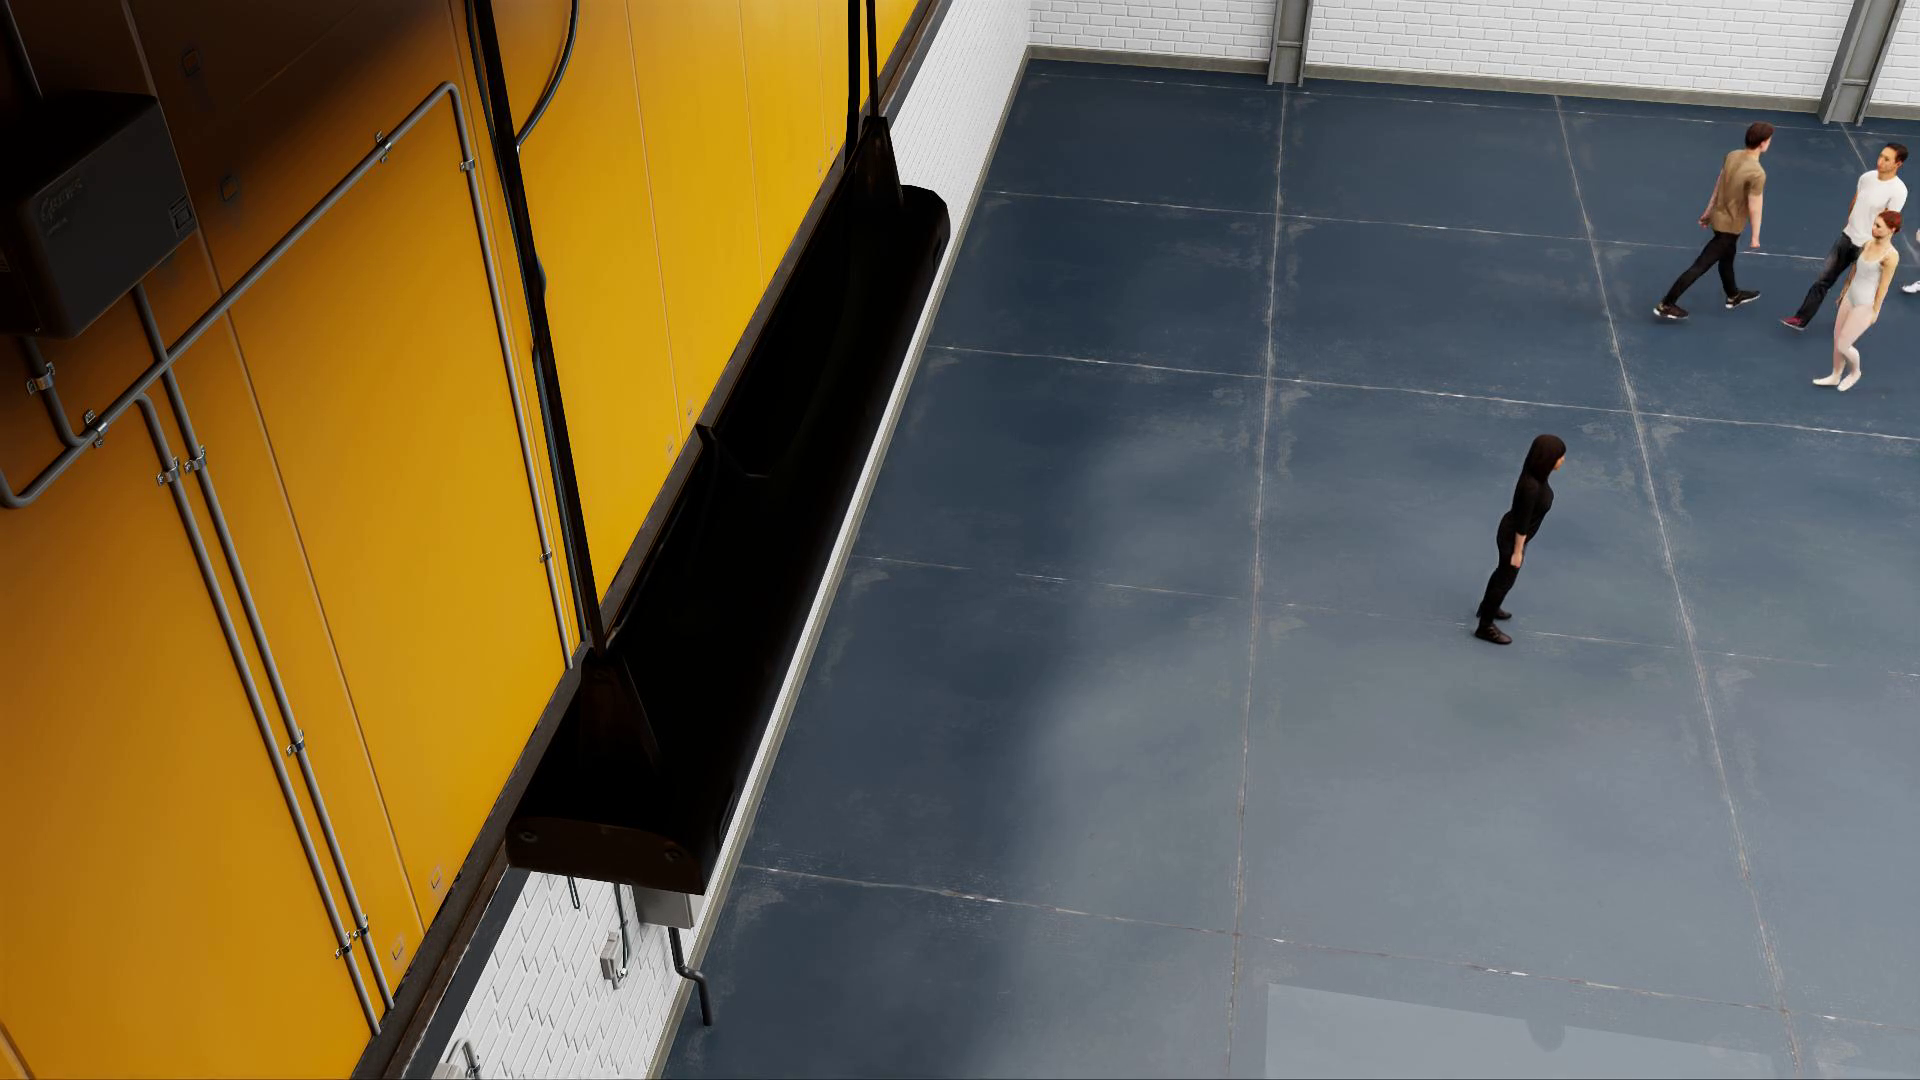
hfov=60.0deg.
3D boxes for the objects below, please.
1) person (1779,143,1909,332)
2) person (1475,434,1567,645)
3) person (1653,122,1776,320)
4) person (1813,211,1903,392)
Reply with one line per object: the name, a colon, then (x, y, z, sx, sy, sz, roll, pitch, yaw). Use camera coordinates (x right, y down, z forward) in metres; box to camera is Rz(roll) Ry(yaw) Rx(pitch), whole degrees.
person: (7.796, -2.549, 14.210, 1.150, 1.770, 1.009, -17, 41, -20)
person: (3.722, -0.029, 11.161, 0.563, 1.637, 0.600, 14, 41, 17)
person: (6.532, -2.701, 14.377, 1.338, 1.799, 0.929, -4, 39, -5)
person: (7.407, -1.922, 13.535, 0.686, 1.633, 0.660, -6, 39, -7)
